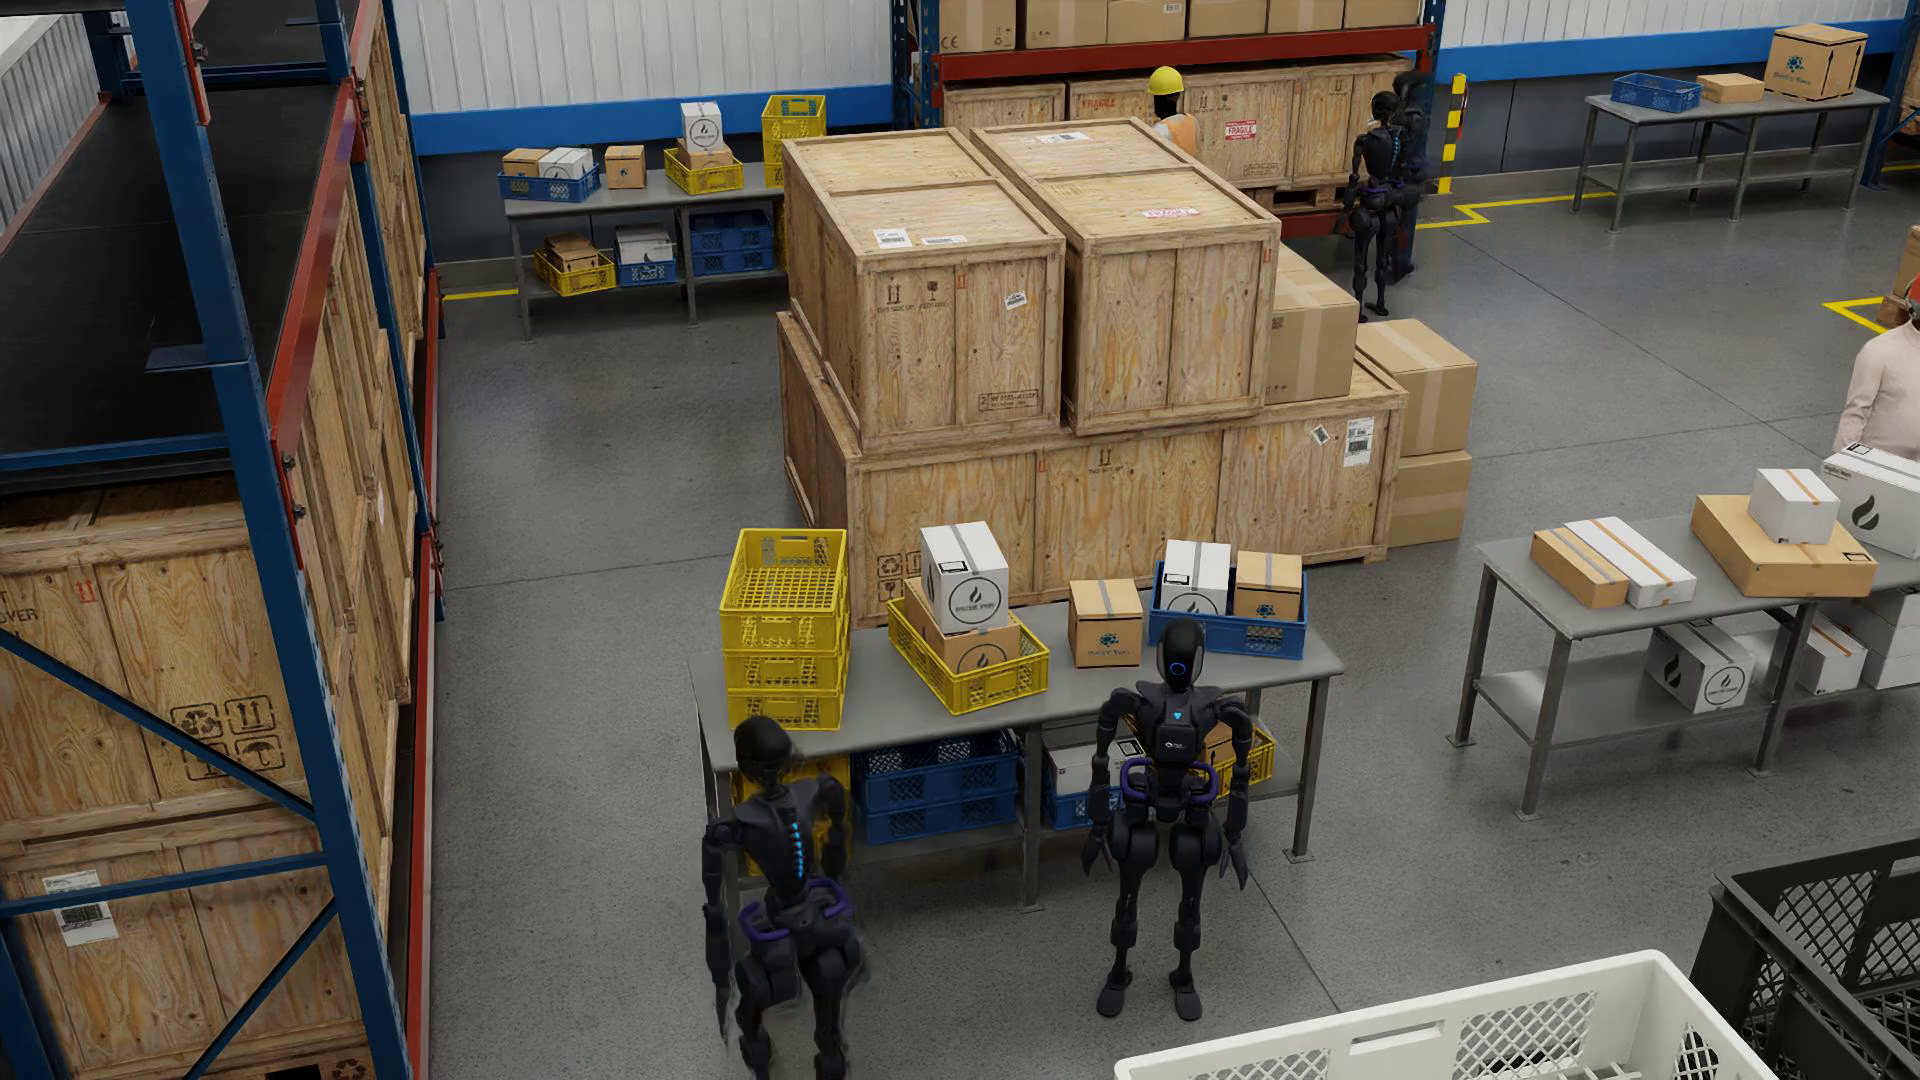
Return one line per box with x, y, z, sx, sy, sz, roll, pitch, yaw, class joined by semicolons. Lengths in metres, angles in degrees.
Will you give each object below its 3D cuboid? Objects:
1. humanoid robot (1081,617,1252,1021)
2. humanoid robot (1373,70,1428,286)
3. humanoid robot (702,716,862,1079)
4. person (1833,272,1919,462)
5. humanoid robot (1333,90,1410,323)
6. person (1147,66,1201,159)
0.725;1.003;5.823;0.589;1.657;0.327;2;29;4;humanoid robot
3.341;-2.737;12.625;0.429;1.636;0.630;-1;29;-2;humanoid robot
-0.572;1.259;5.374;0.592;1.639;0.582;-15;32;-26;humanoid robot
4.507;-0.397;8.065;0.620;1.990;0.395;-8;30;-13;person
2.991;-2.418;12.029;0.583;1.659;0.329;-17;33;-29;humanoid robot
1.417;-2.329;11.629;0.378;1.923;0.590;21;35;33;person
